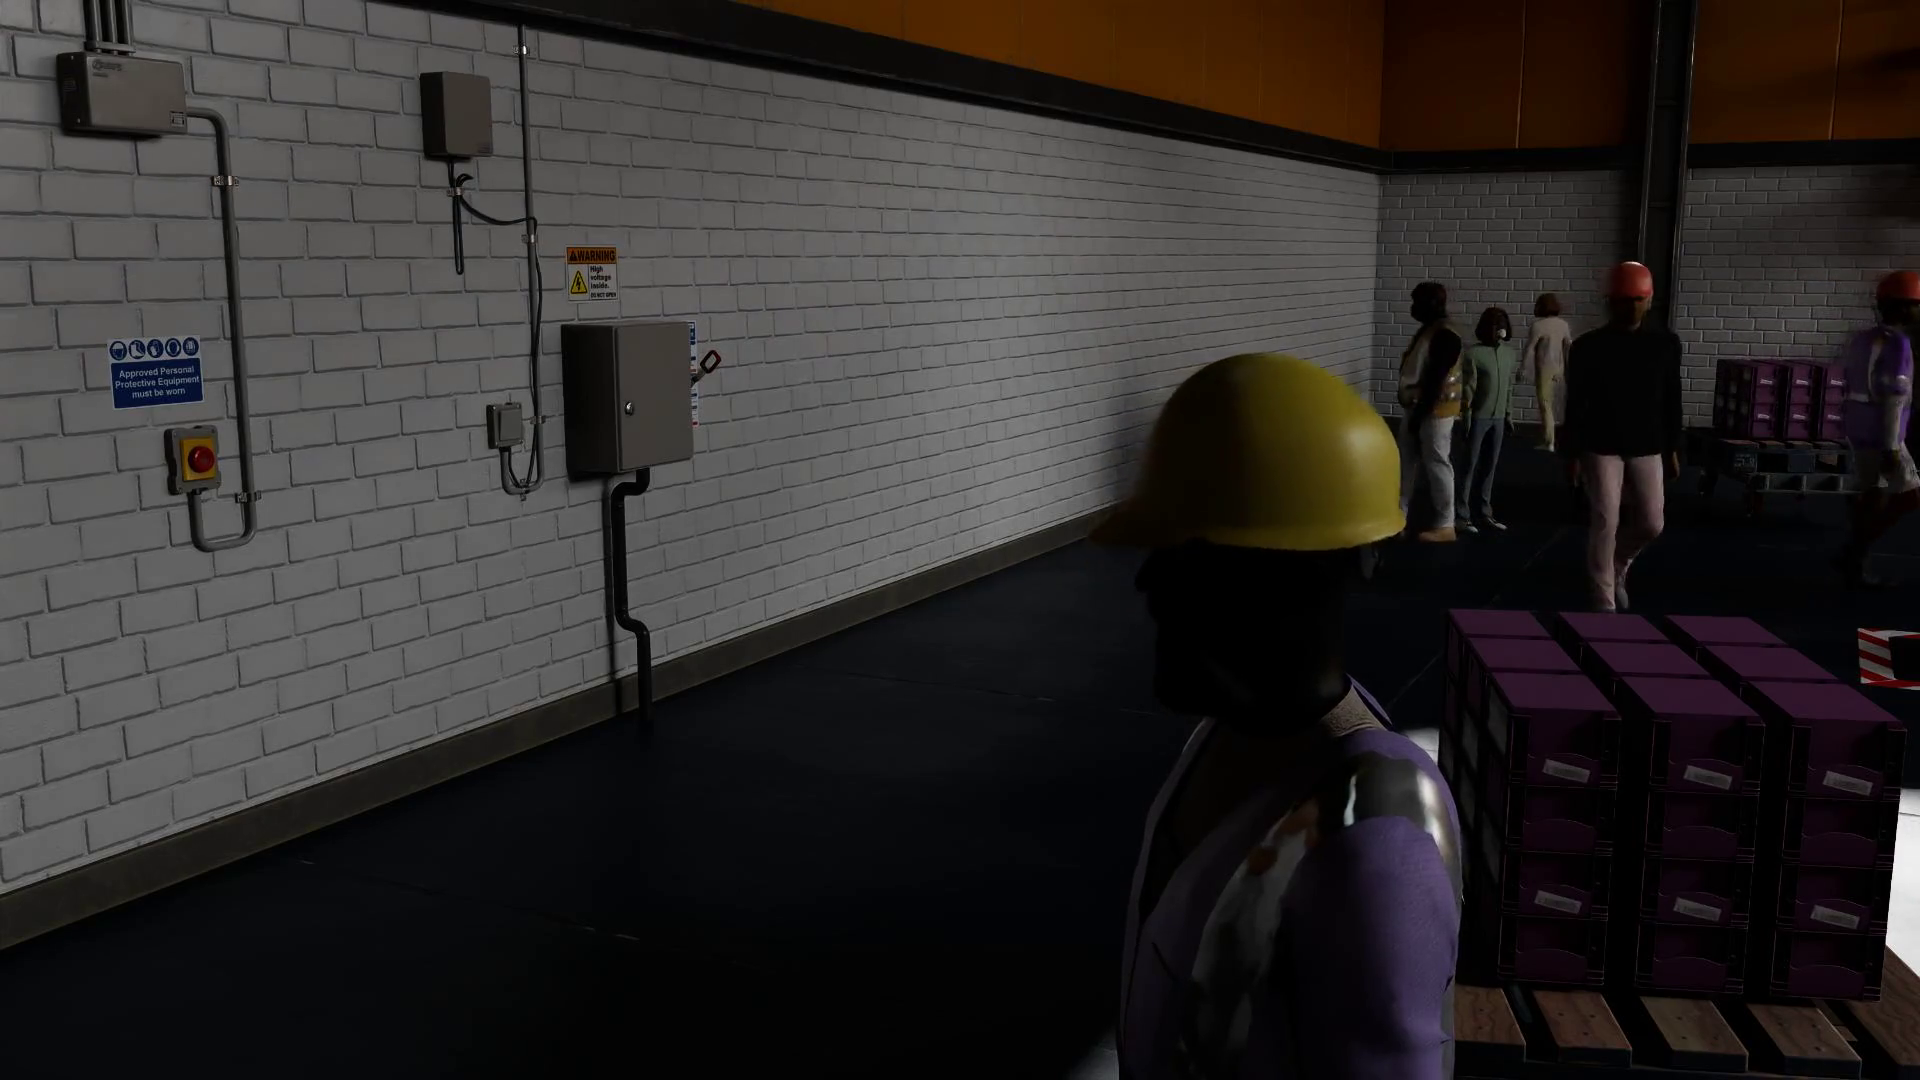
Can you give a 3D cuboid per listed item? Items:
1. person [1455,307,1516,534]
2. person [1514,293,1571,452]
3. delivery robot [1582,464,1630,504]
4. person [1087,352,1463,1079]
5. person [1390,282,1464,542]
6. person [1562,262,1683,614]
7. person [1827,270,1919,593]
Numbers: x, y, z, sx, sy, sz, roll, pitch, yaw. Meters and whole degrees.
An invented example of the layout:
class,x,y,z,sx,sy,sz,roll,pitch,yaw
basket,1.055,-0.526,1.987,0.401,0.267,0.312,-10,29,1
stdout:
class,x,y,z,sx,sy,sz,roll,pitch,yaw
person,3.826,-0.869,12.081,0.501,1.633,0.282,-5,11,-28
person,5.972,-1.710,17.016,0.530,1.611,0.538,-5,11,-29
delivery robot,4.924,-0.469,12.605,0.477,0.478,0.707,3,10,14
person,0.302,0.773,1.724,0.361,1.929,0.587,-1,10,-4
person,3.228,-0.881,11.625,0.616,1.815,0.667,-1,10,-3
person,3.550,-0.503,8.971,0.637,1.976,0.519,0,10,0
person,5.454,-0.618,9.797,0.402,1.918,0.565,2,10,10
